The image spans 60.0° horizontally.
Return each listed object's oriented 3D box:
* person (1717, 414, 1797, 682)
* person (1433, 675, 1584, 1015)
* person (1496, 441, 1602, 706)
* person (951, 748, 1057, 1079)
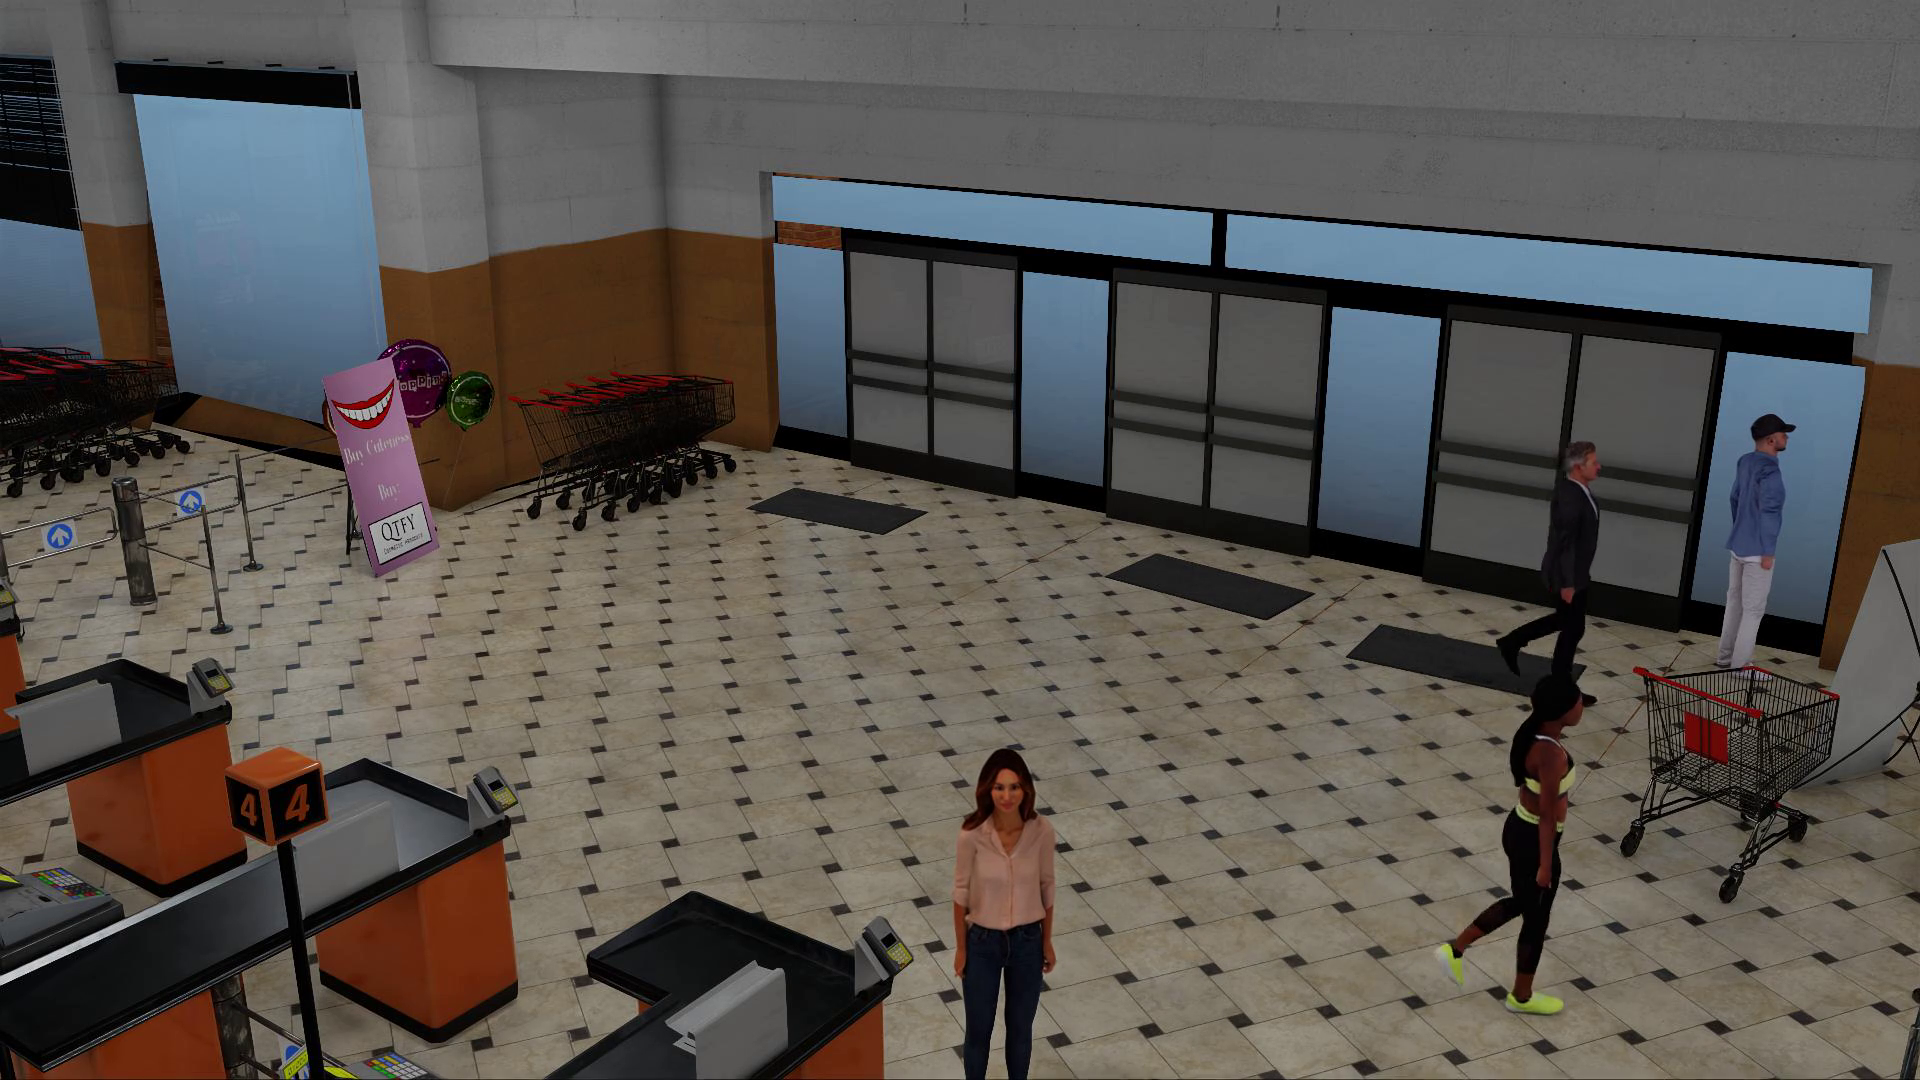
[{"bbox_3d":[5.554,0.037,11.632,0.802,1.888,0.705,0,19,0],"label":"person"},{"bbox_3d":[2.571,1.429,7.731,0.901,1.743,0.896,0,19,1],"label":"person"},{"bbox_3d":[4.029,0.213,11.213,0.898,1.823,0.949,8,20,22],"label":"person"},{"bbox_3d":[0.176,1.679,6.913,0.665,1.792,0.719,-3,19,-8],"label":"person"}]
